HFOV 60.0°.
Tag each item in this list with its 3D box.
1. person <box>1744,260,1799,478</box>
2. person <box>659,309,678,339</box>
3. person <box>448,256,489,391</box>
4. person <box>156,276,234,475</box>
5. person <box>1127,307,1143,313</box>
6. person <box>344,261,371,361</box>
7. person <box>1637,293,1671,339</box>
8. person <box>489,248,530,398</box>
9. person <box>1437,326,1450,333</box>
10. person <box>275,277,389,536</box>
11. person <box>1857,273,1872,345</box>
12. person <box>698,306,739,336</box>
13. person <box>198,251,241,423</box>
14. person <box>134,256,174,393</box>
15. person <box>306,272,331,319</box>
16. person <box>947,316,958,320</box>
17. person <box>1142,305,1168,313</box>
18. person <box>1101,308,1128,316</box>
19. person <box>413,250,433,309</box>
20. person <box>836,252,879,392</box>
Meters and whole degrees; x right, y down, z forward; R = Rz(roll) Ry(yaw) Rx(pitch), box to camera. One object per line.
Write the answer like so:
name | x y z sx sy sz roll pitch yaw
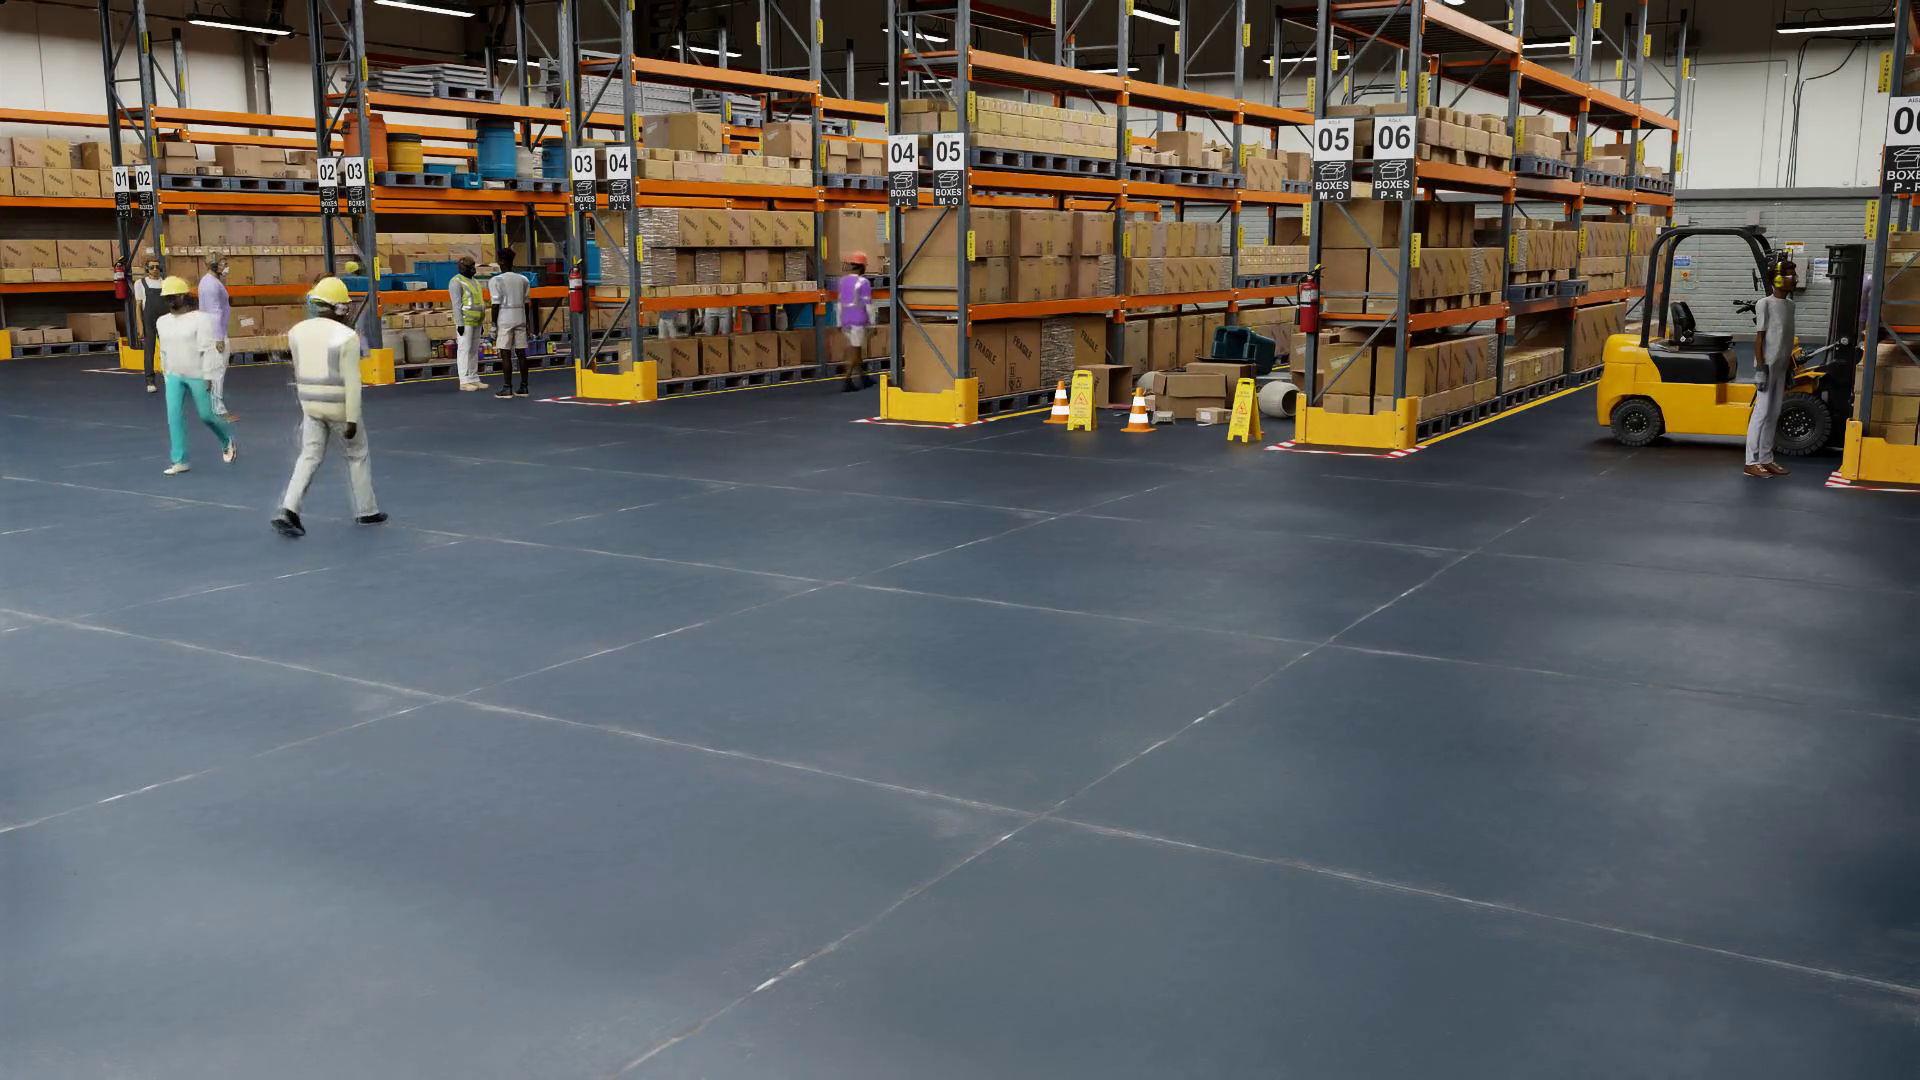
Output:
person | 7.090 -1.483 14.462 0.513 1.877 0.328 -7 12 -34
person | -4.623 -3.545 26.733 0.655 1.619 0.499 -10 14 -43
person | -6.779 -2.991 23.001 0.429 1.844 0.627 2 10 12
person | -6.842 -1.480 14.817 0.528 1.740 0.736 1 10 5
person | 3.472 -4.439 31.124 0.687 1.848 0.999 10 14 43
person | -10.030 -3.839 28.089 0.402 1.719 0.695 5 11 27
person | 12.745 -4.390 30.654 0.585 1.906 0.584 8 13 39
person | -5.909 -2.844 21.826 0.367 1.966 0.607 8 13 38
person | 9.061 -4.423 30.916 0.435 1.879 0.661 7 12 35
person | -4.433 -0.930 11.601 0.594 1.799 0.891 3 11 17
person | 12.793 -3.180 23.850 0.589 1.920 0.396 6 12 29
person | -3.666 -3.429 25.231 0.629 1.932 0.373 0 10 0
person | -8.421 -2.299 18.855 0.354 1.936 0.635 -5 11 -26
person | -10.949 -2.937 22.688 0.504 1.847 0.345 -10 14 -43
person | -8.929 -2.941 23.320 0.486 1.619 0.521 6 12 29
person | 0.067 -3.017 22.618 0.606 2.035 0.403 6 12 31
person | 3.512 -4.157 29.817 0.500 1.731 0.457 6 12 32
person | 2.831 -4.217 30.366 0.621 1.671 0.347 -6 12 -30
person | -10.567 -4.744 32.717 0.574 1.879 0.355 6 12 31
person | -1.339 -2.994 22.849 0.583 1.894 0.911 9 14 41
